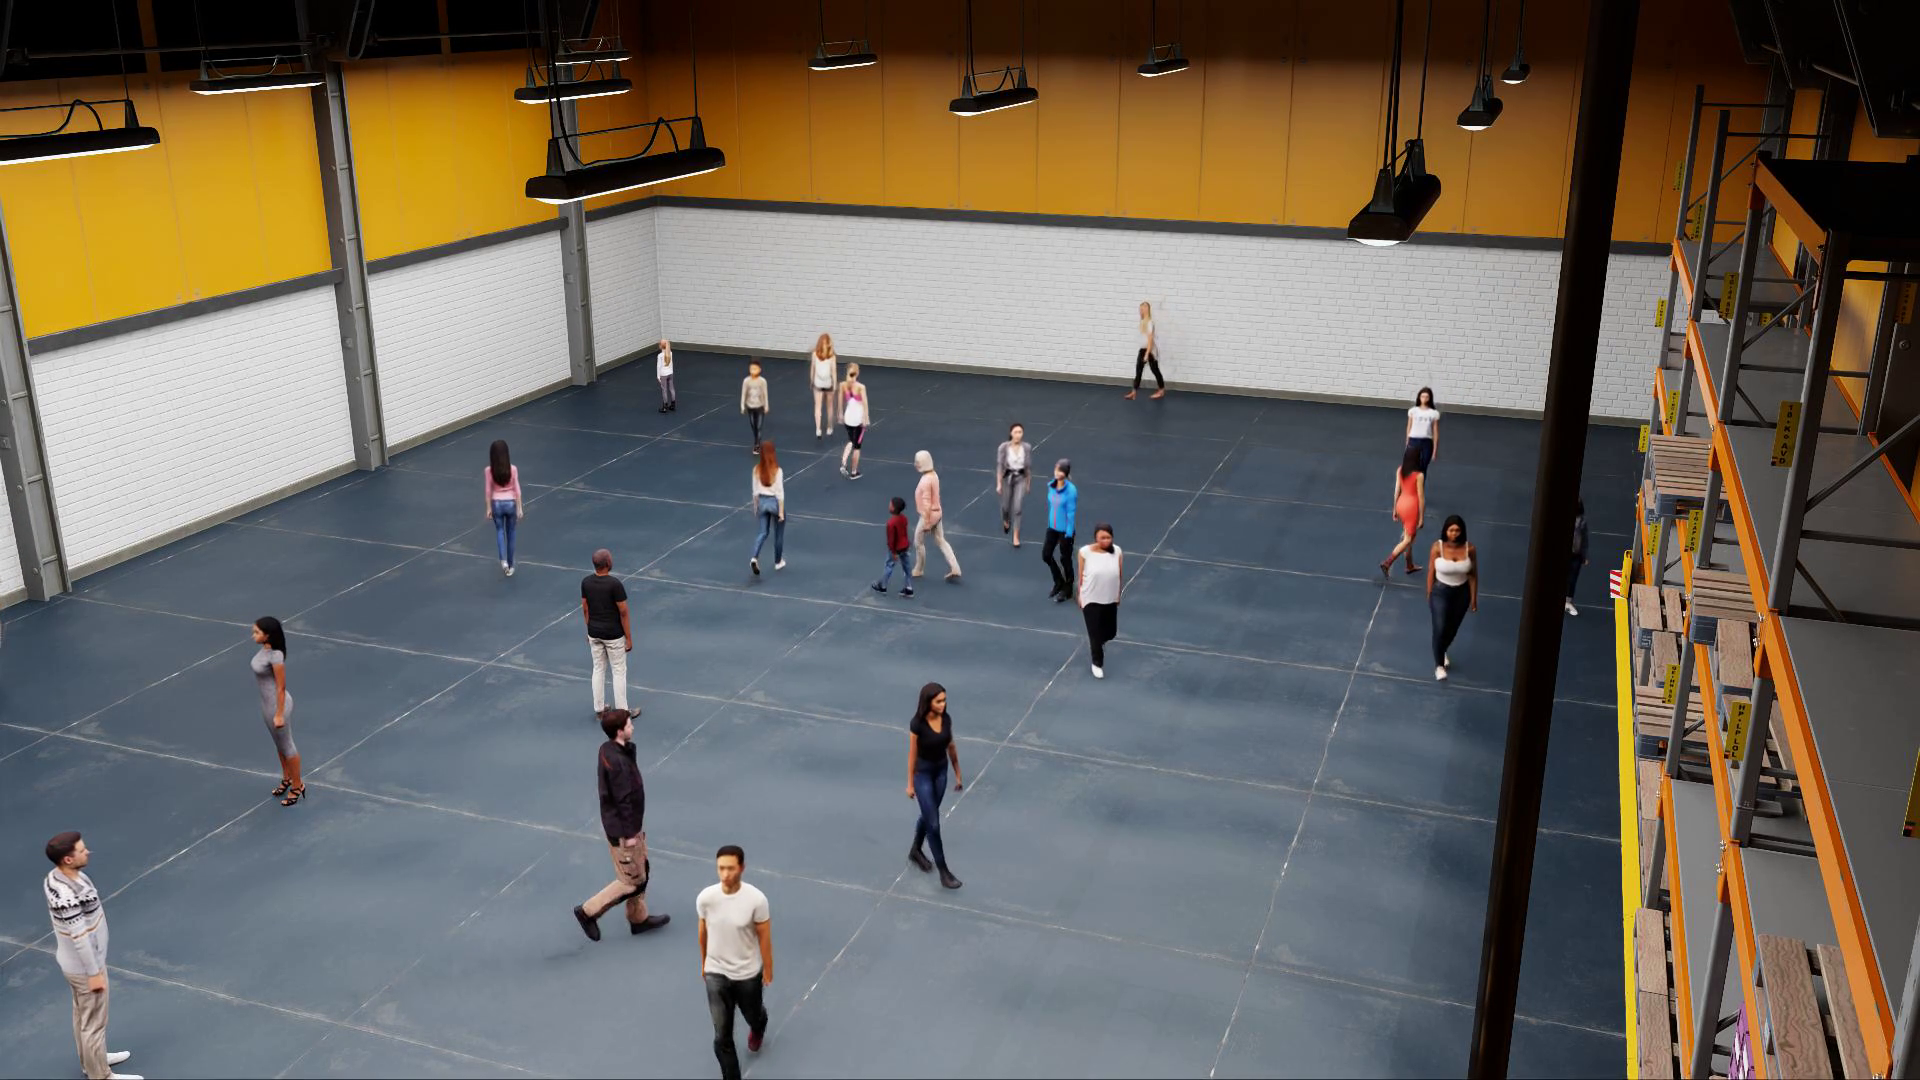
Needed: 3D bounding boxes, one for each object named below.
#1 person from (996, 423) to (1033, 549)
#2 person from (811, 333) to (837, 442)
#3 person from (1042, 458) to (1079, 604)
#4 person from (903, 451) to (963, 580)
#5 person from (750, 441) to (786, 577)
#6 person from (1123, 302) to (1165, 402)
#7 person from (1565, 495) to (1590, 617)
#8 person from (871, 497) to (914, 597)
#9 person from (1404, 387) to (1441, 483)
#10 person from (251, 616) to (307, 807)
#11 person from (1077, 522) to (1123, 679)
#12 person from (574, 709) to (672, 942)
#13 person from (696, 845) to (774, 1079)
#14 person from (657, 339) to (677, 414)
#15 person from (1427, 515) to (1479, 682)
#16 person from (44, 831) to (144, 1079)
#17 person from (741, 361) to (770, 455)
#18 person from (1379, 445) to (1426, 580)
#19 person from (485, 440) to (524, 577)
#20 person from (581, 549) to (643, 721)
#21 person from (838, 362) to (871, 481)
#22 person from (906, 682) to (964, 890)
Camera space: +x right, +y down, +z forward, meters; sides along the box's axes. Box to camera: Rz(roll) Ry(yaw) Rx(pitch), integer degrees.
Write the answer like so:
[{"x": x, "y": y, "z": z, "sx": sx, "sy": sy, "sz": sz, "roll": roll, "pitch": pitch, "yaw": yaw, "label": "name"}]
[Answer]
[{"x": 0.699, "y": -0.743, "z": 21.845, "sx": 0.799, "sy": 1.664, "sz": 0.894, "roll": -2, "pitch": 19, "yaw": -5, "label": "person"}, {"x": -2.221, "y": -2.443, "z": 26.788, "sx": 0.859, "sy": 1.732, "sz": 1.150, "roll": -1, "pitch": 19, "yaw": -2, "label": "person"}, {"x": 1.278, "y": -0.123, "z": 19.807, "sx": 0.796, "sy": 1.790, "sz": 0.757, "roll": -14, "pitch": 23, "yaw": -36, "label": "person"}, {"x": -0.294, "y": -0.273, "z": 20.409, "sx": 0.883, "sy": 1.690, "sz": 0.975, "roll": 7, "pitch": 20, "yaw": 20, "label": "person"}, {"x": -2.398, "y": -0.374, "z": 20.677, "sx": 0.571, "sy": 1.711, "sz": 0.984, "roll": 6, "pitch": 20, "yaw": 19, "label": "person"}, {"x": 3.392, "y": -3.306, "z": 29.304, "sx": 1.154, "sy": 1.761, "sz": 1.078, "roll": -6, "pitch": 20, "yaw": -18, "label": "person"}, {"x": 7.117, "y": 0.160, "z": 19.461, "sx": 0.643, "sy": 1.475, "sz": 0.636, "roll": -2, "pitch": 19, "yaw": -6, "label": "person"}, {"x": -0.685, "y": 0.099, "z": 20.013, "sx": 0.698, "sy": 1.238, "sz": 0.755, "roll": 14, "pitch": 23, "yaw": 36, "label": "person"}, {"x": 6.477, "y": -1.283, "z": 23.351, "sx": 0.641, "sy": 1.726, "sz": 1.162, "roll": 6, "pitch": 20, "yaw": 17, "label": "person"}, {"x": -6.129, "y": 1.517, "z": 14.949, "sx": 0.688, "sy": 1.782, "sz": 0.665, "roll": -13, "pitch": 23, "yaw": -34, "label": "person"}, {"x": 1.500, "y": 0.600, "z": 17.848, "sx": 0.896, "sy": 1.670, "sz": 1.005, "roll": -4, "pitch": 19, "yaw": -10, "label": "person"}, {"x": -2.640, "y": 2.206, "z": 12.702, "sx": 1.087, "sy": 1.911, "sz": 1.059, "roll": -6, "pitch": 20, "yaw": -18, "label": "person"}, {"x": -1.478, "y": 2.819, "z": 11.086, "sx": 0.866, "sy": 1.780, "sz": 1.163, "roll": 1, "pitch": 19, "yaw": 2, "label": "person"}, {"x": -5.060, "y": -2.845, "z": 28.692, "sx": 0.606, "sy": 1.277, "sz": 0.517, "roll": 16, "pitch": 24, "yaw": 39, "label": "person"}, {"x": 5.221, "y": 0.583, "z": 17.754, "sx": 0.844, "sy": 1.762, "sz": 1.203, "roll": 2, "pitch": 19, "yaw": 5, "label": "person"}, {"x": -5.838, "y": 2.785, "z": 11.058, "sx": 0.769, "sy": 1.862, "sz": 0.768, "roll": -14, "pitch": 23, "yaw": -35, "label": "person"}, {"x": -3.213, "y": -2.104, "z": 26.248, "sx": 0.754, "sy": 1.433, "sz": 1.062, "roll": 1, "pitch": 19, "yaw": 4, "label": "person"}, {"x": 5.482, "y": -0.318, "z": 20.528, "sx": 1.124, "sy": 1.699, "sz": 0.983, "roll": -12, "pitch": 22, "yaw": -32, "label": "person"}, {"x": -5.665, "y": -0.369, "z": 20.627, "sx": 0.708, "sy": 1.732, "sz": 0.771, "roll": -2, "pitch": 19, "yaw": -7, "label": "person"}, {"x": -3.524, "y": 0.949, "z": 16.600, "sx": 0.651, "sy": 1.805, "sz": 0.581, "roll": 6, "pitch": 20, "yaw": 18, "label": "person"}, {"x": -1.610, "y": -1.732, "z": 24.610, "sx": 0.687, "sy": 1.774, "sz": 0.760, "roll": 11, "pitch": 21, "yaw": 29, "label": "person"}, {"x": -0.287, "y": 1.964, "z": 13.742, "sx": 1.027, "sy": 1.706, "sz": 0.968, "roll": -14, "pitch": 23, "yaw": -36, "label": "person"}]
